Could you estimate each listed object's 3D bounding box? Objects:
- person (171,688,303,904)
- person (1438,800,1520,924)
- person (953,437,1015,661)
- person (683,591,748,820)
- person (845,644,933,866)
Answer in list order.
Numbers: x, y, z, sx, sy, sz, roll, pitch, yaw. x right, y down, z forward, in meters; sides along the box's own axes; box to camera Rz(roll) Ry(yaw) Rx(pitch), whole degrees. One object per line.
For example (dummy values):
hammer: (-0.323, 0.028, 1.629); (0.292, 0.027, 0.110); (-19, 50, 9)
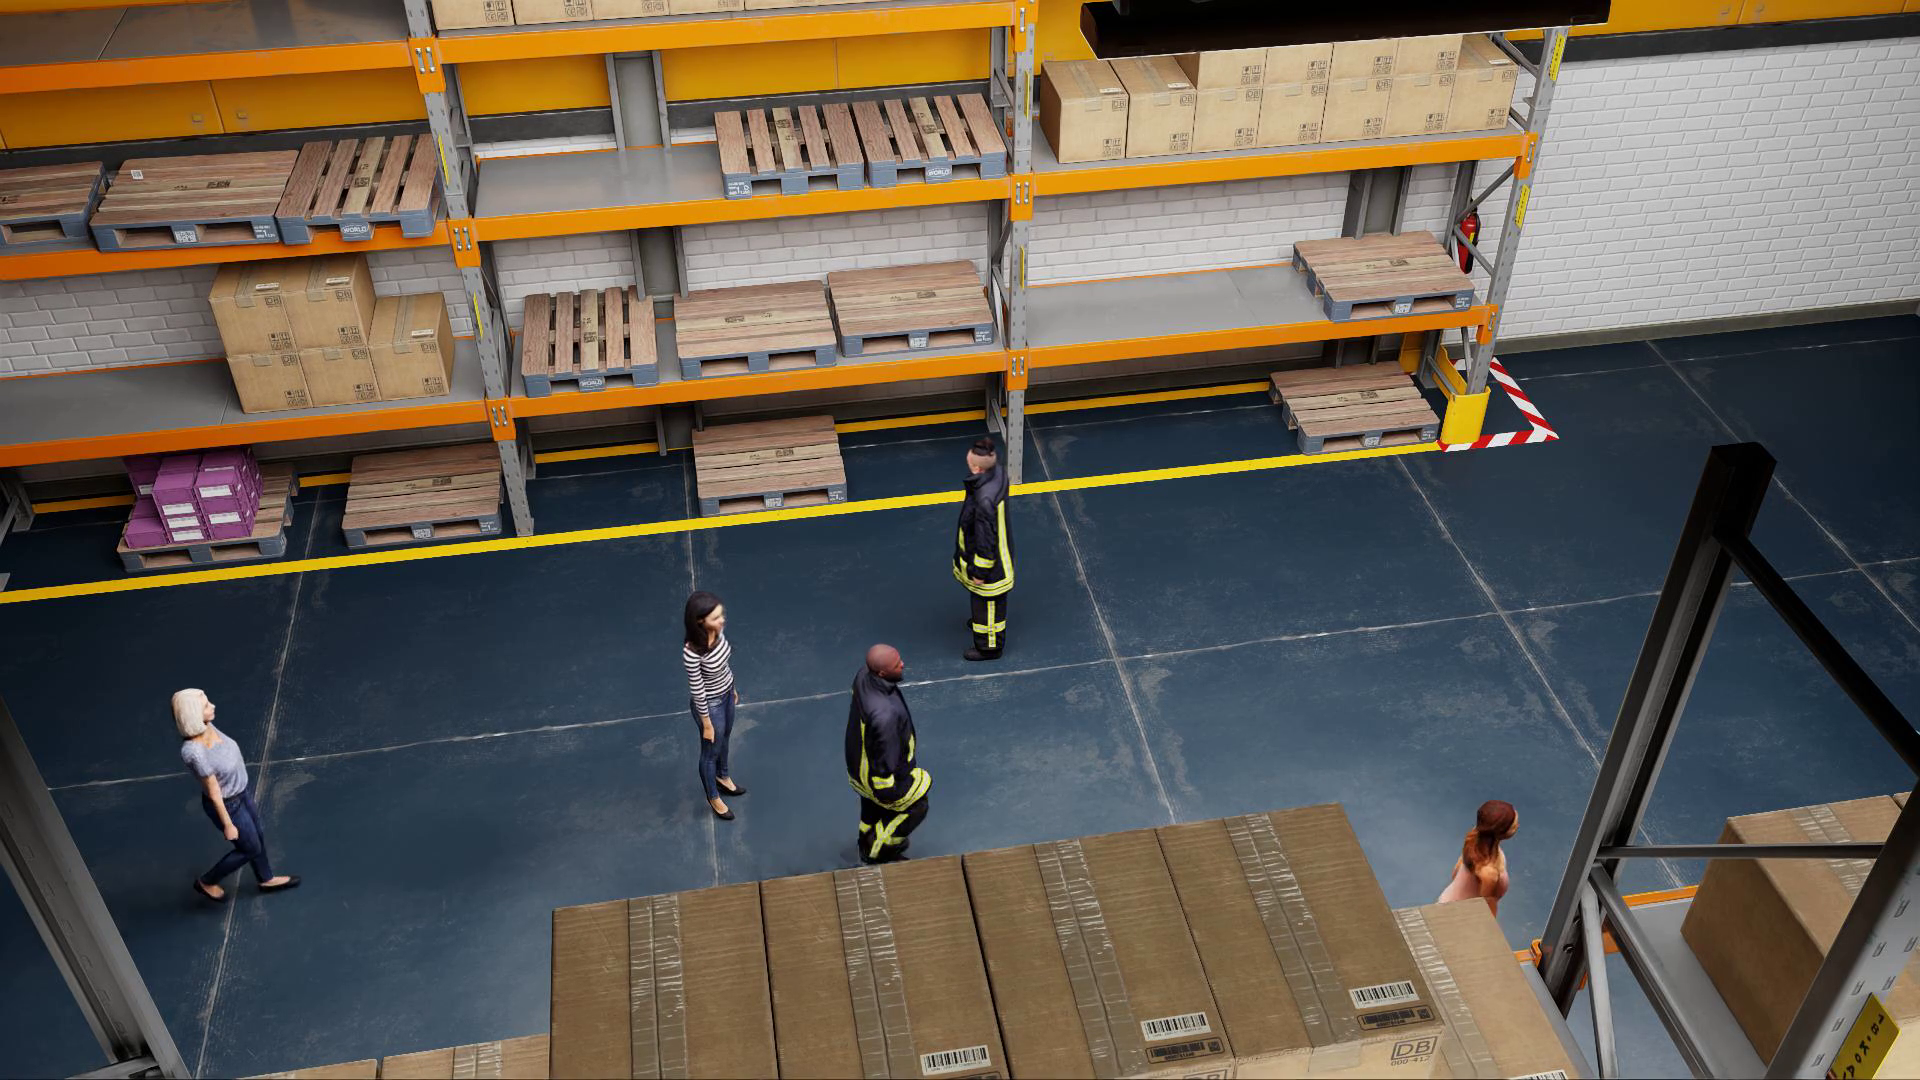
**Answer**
person: (-4.470, 1.575, 9.941); (0.836, 1.708, 0.644); (-11, 40, -13)
person: (2.673, 2.095, 9.217); (1.075, 1.799, 0.852); (9, 40, 11)
person: (0.187, 0.044, 11.730); (0.811, 1.867, 0.838); (5, 39, 6)
person: (-1.562, 1.040, 10.539); (0.620, 1.797, 0.642); (10, 40, 12)
person: (-0.559, 1.336, 10.157); (0.761, 1.812, 0.762); (-9, 40, -12)
